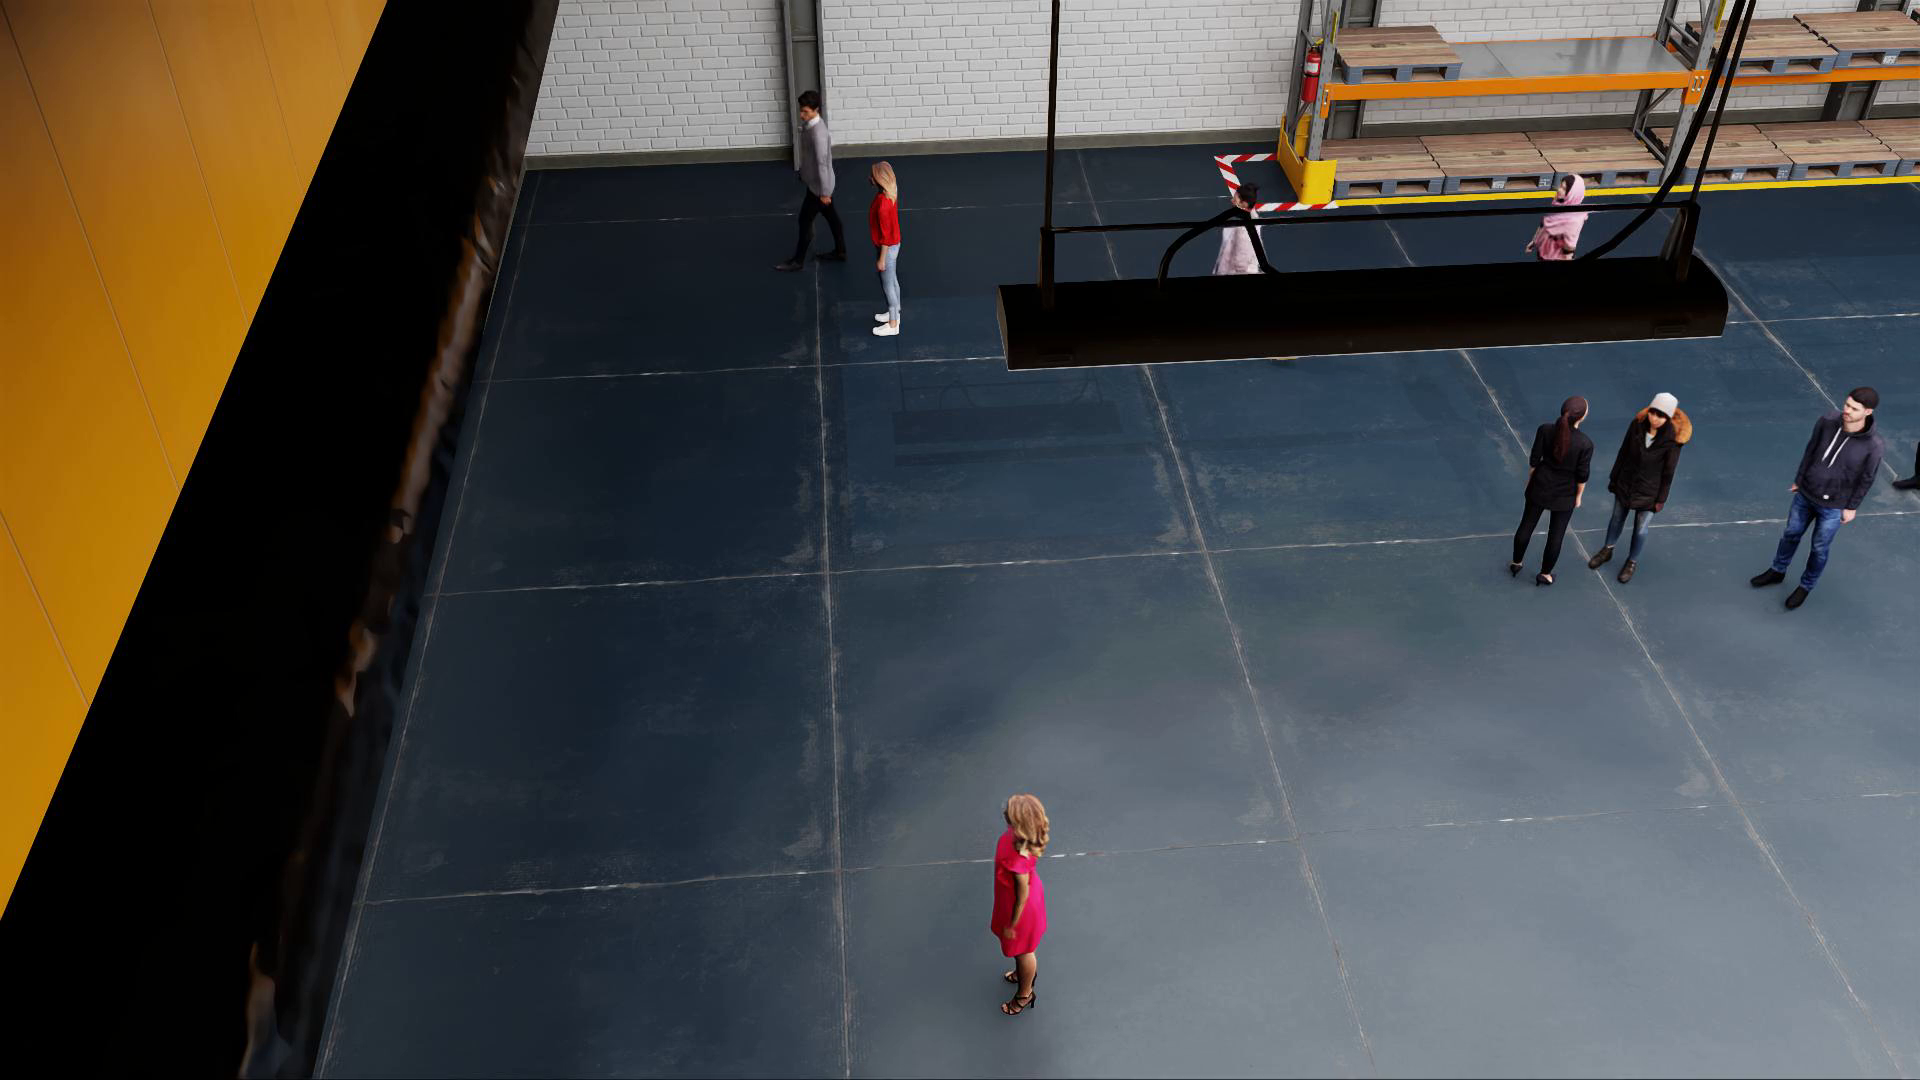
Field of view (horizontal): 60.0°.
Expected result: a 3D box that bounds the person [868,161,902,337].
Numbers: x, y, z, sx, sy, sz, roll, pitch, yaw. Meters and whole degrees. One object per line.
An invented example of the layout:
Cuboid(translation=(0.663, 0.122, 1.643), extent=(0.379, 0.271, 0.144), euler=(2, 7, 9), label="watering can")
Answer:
Cuboid(translation=(-0.678, -2.683, 15.315), extent=(0.546, 1.704, 0.650), euler=(2, 39, 3), label="person")

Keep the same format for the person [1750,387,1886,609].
Cuboid(translation=(6.381, -0.342, 12.232), extent=(0.741, 1.893, 0.756), euler=(-21, 43, -25), label="person")

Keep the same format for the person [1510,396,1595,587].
Cuboid(translation=(4.427, -0.360, 12.440), extent=(0.689, 1.662, 0.750), euler=(27, 46, 30), label="person")

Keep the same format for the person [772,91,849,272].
Cuboid(translation=(-1.285, -3.473, 16.157), extent=(1.025, 1.888, 0.854), euler=(-5, 39, -6), label="person")

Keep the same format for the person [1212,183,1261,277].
Cuboid(translation=(2.566, -2.406, 14.946), extent=(0.916, 1.731, 0.824), euler=(9, 40, 12), label="person")

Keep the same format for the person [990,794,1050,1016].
Cuboid(translation=(0.351, 2.037, 9.385), extent=(0.600, 1.729, 0.614), euler=(5, 39, 6), label="person")

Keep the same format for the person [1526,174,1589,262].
Cuboid(translation=(5.538, -2.626, 15.330), extent=(1.062, 1.596, 0.654), euler=(-2, 39, -3), label="person")

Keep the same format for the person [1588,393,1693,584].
Cuboid(translation=(5.136, -0.421, 12.539), extent=(0.775, 1.633, 0.728), euler=(-32, 48, -33), label="person")
